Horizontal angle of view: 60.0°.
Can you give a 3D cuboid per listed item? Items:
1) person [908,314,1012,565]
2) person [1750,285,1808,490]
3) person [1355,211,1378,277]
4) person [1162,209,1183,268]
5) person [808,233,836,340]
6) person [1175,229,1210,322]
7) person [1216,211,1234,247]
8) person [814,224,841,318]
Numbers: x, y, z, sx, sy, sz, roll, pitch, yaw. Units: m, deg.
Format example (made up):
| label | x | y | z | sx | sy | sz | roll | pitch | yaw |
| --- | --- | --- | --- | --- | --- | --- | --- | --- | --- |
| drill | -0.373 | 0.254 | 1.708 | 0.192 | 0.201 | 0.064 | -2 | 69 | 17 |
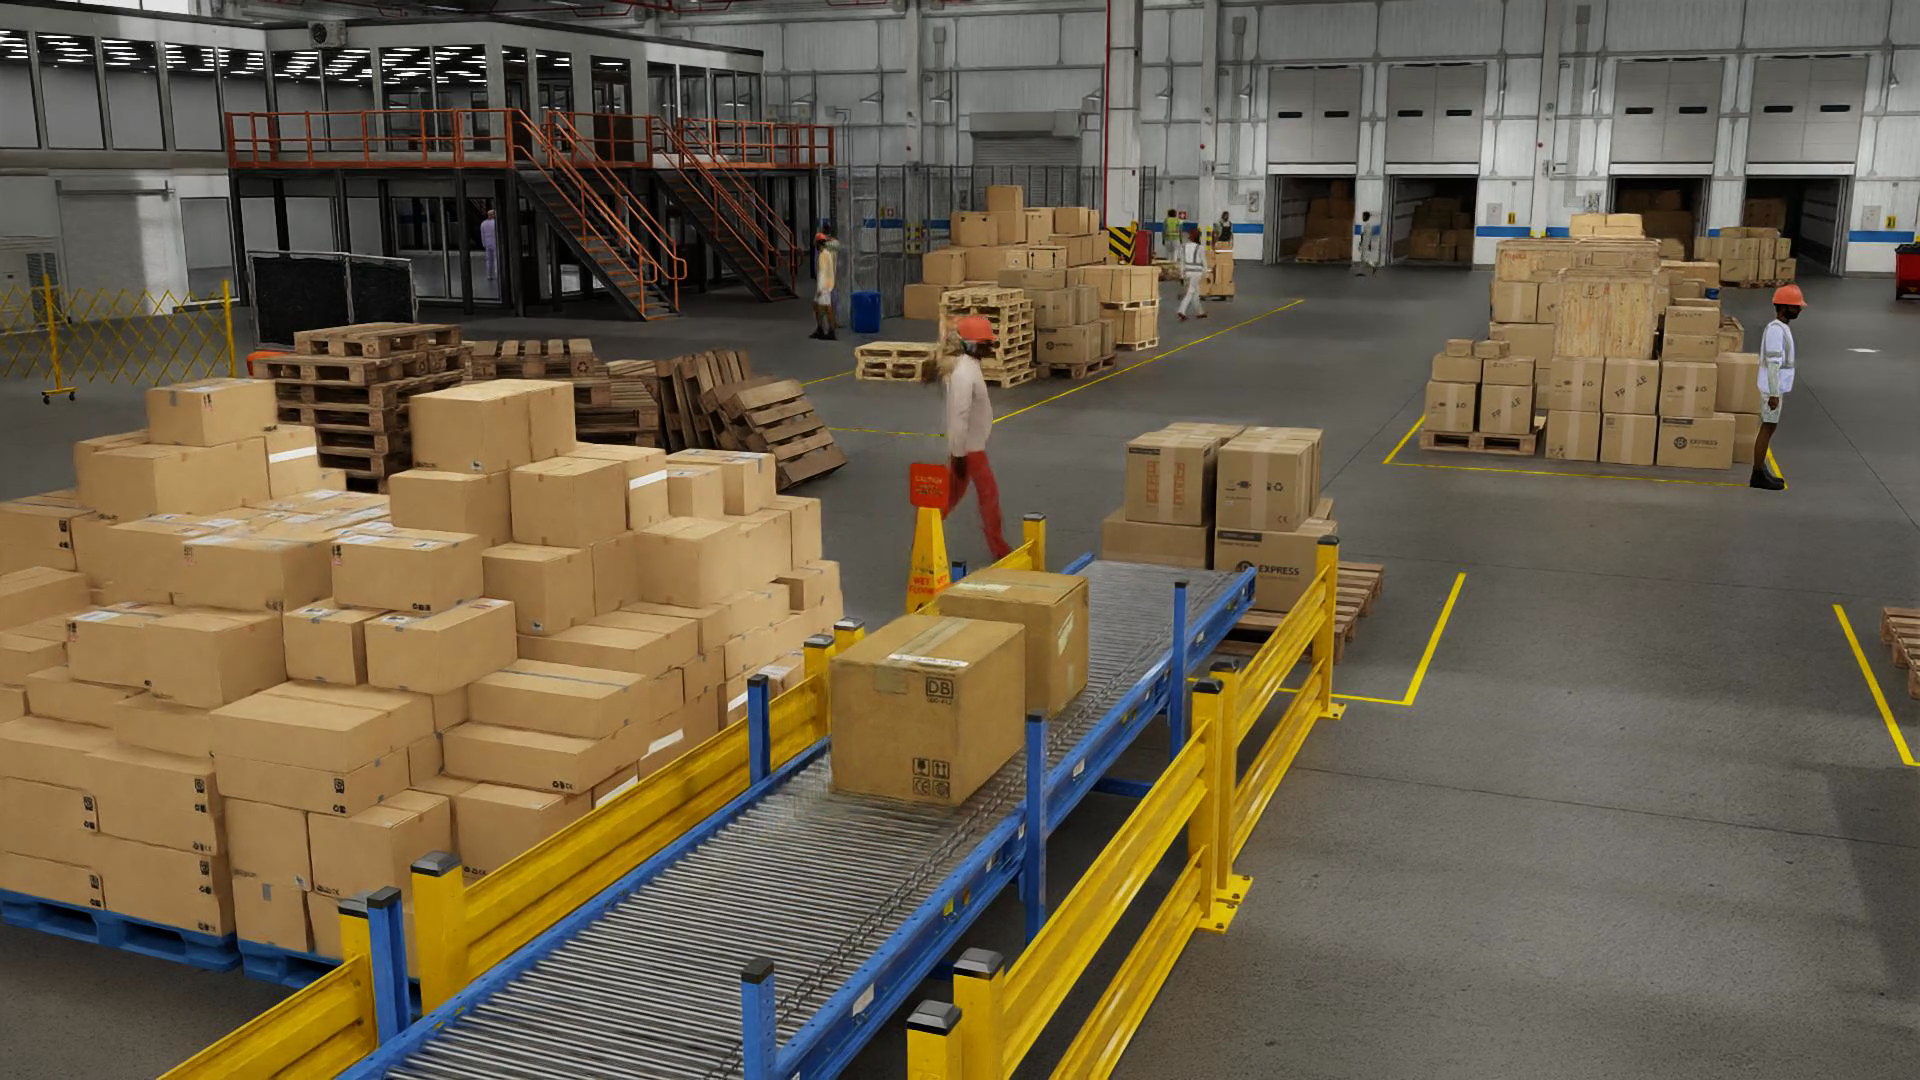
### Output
| label | x | y | z | sx | sy | sz | roll | pitch | yaw |
| --- | --- | --- | --- | --- | --- | --- | --- | --- | --- |
| person | 0.053 | -0.740 | 12.630 | 0.830 | 1.980 | 0.638 | 0 | 13 | -1 |
| person | 7.788 | -1.452 | 15.831 | 0.362 | 1.935 | 0.553 | 7 | 14 | 28 |
| person | 11.504 | -8.355 | 46.977 | 0.664 | 1.856 | 0.520 | 10 | 16 | 38 |
| person | 6.499 | -9.231 | 51.027 | 0.656 | 1.807 | 0.778 | 2 | 13 | 8 |
| person | -2.504 | -4.491 | 29.565 | 0.672 | 1.890 | 0.610 | 1 | 13 | 5 |
| person | 4.655 | -5.306 | 33.360 | 0.973 | 1.843 | 0.578 | -8 | 15 | -33 |
| person | 7.721 | -8.724 | 48.723 | 0.531 | 1.819 | 0.711 | -5 | 13 | -20 |
| person | -2.708 | -5.497 | 34.048 | 0.587 | 1.911 | 0.392 | -8 | 15 | -31 |
